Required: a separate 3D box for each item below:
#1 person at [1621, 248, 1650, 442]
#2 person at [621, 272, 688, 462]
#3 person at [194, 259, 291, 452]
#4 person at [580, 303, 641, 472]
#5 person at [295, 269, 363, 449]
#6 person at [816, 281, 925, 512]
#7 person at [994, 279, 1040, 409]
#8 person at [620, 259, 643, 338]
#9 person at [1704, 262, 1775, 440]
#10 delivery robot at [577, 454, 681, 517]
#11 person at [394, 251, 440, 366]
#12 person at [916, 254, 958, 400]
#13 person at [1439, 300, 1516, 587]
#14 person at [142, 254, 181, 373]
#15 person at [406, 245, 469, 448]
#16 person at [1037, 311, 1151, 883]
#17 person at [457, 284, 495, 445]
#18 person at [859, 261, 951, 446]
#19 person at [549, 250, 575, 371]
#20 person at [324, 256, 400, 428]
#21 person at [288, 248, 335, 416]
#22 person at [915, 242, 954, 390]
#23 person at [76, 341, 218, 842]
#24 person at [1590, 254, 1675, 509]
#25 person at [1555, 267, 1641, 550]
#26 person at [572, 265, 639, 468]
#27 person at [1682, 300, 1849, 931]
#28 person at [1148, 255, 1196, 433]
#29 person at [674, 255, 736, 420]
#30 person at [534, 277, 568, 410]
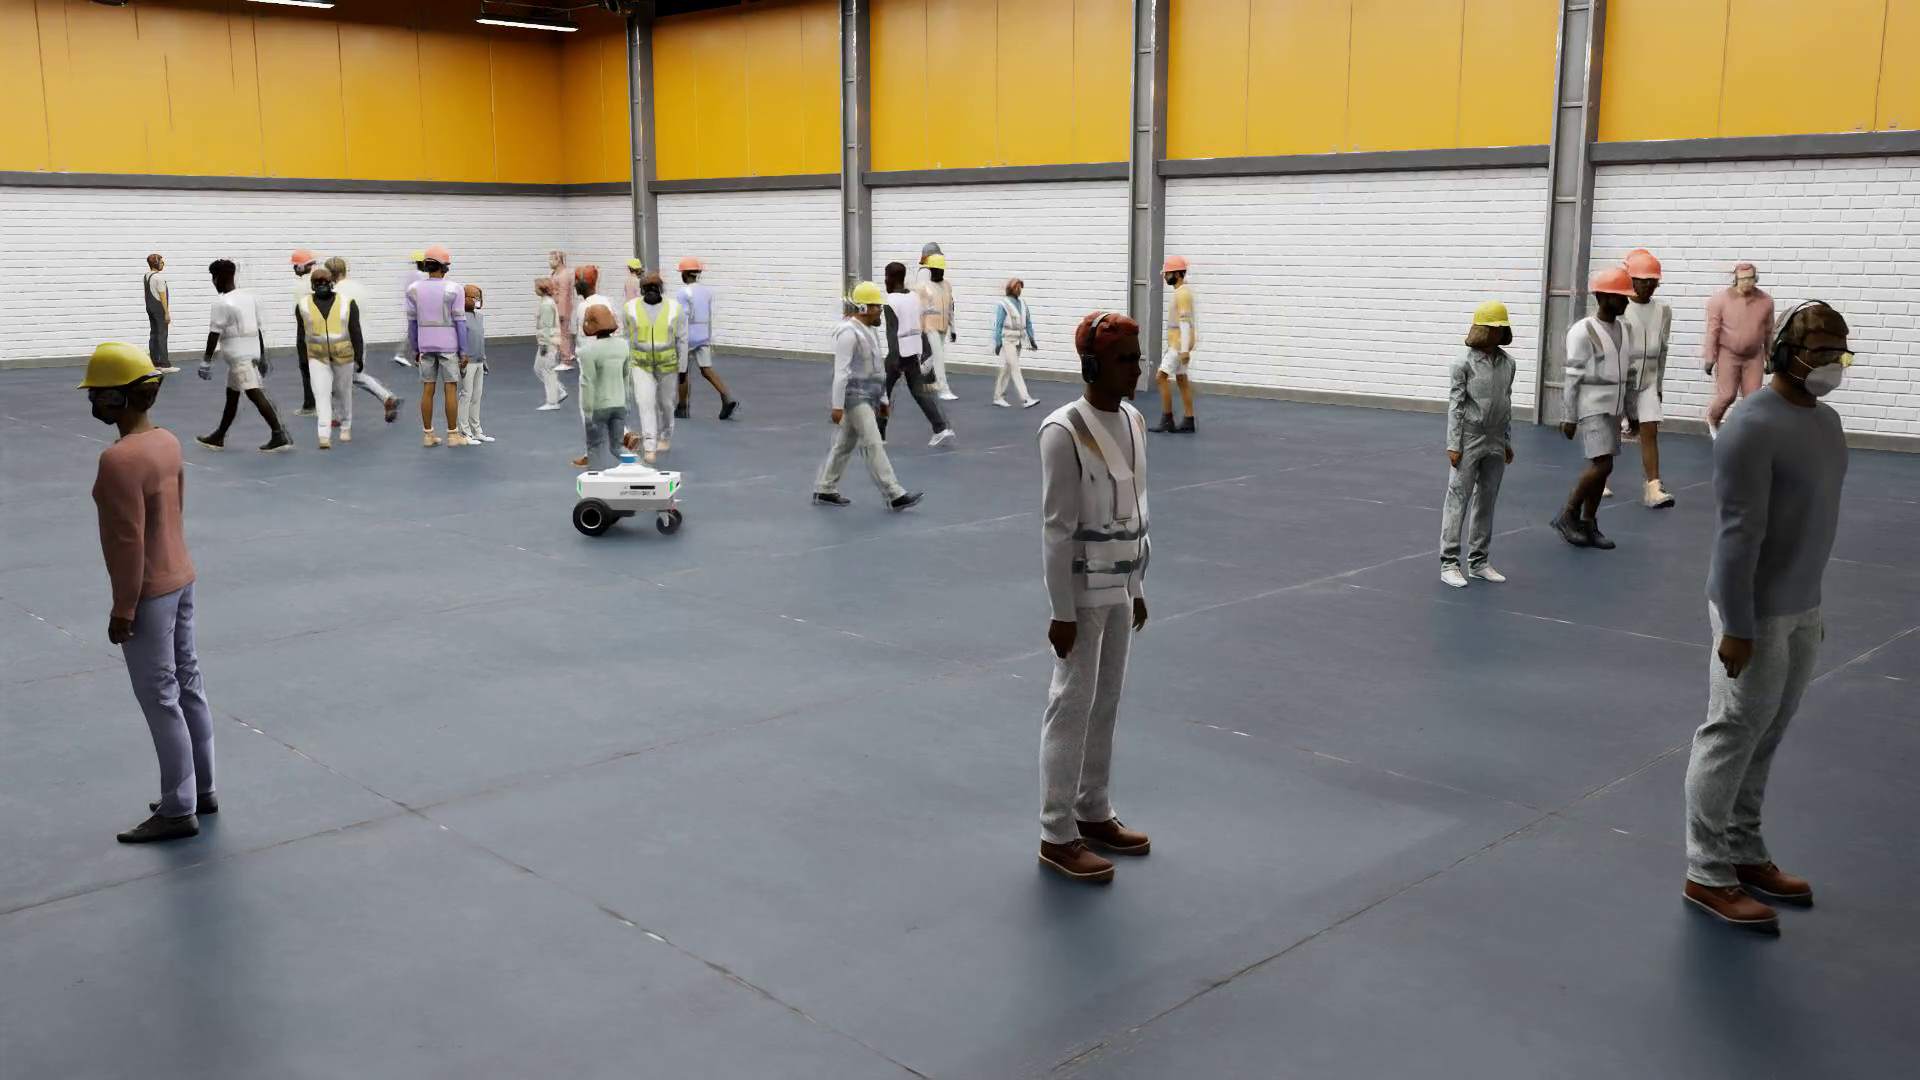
[{"bbox_3d":[6.962,-2.016,17.264,0.397,1.992,0.621,-1,10,-7],"label":"person"},{"bbox_3d":[-2.933,-1.685,16.030,0.629,1.803,0.935,-2,11,-9],"label":"person"},{"bbox_3d":[-7.114,-1.798,16.358,1.039,1.903,0.629,1,10,6],"label":"person"},{"bbox_3d":[-2.688,-1.012,12.813,0.607,1.614,0.511,8,13,36],"label":"person"},{"bbox_3d":[-6.409,-1.856,16.953,0.632,1.805,0.950,-3,11,-17],"label":"person"},{"bbox_3d":[-0.730,-1.108,12.924,0.957,1.774,0.599,2,11,13],"label":"person"},{"bbox_3d":[0.708,-2.410,20.502,0.865,1.595,0.520,8,13,39],"label":"person"},{"bbox_3d":[-5.592,-3.920,28.341,0.782,1.737,0.533,-10,14,-43],"label":"person"},{"bbox_3d":[7.747,-1.828,16.553,0.712,1.877,0.628,1,10,5],"label":"person"},{"bbox_3d":[-2.379,-0.374,11.983,0.707,0.478,0.477,0,10,-1],"label":"delivery robot"},{"bbox_3d":[-8.844,-3.783,27.205,0.964,1.888,0.600,-7,13,-35],"label":"person"},{"bbox_3d":[-0.361,-2.795,21.785,0.878,1.899,0.596,9,14,42],"label":"person"},{"bbox_3d":[3.190,-0.585,10.148,0.492,1.742,0.320,-5,12,-25],"label":"person"},{"bbox_3d":[-12.470,-3.523,25.886,0.506,1.847,0.343,7,13,34],"label":"person"},{"bbox_3d":[-5.238,-1.939,16.747,0.608,2.034,0.408,1,10,8],"label":"person"},{"bbox_3d":[0.458,0.181,5.583,0.337,1.882,0.585,6,12,32],"label":"person"},{"bbox_3d":[-5.004,-1.798,17.063,0.289,1.632,0.497,2,11,12],"label":"person"},{"bbox_3d":[-0.543,-1.878,16.851,0.976,1.880,0.601,7,12,33],"label":"person"},{"bbox_3d":[-6.338,-3.611,26.236,0.438,1.889,0.675,-4,11,-21],"label":"person"},{"bbox_3d":[-6.684,-2.170,18.338,0.799,1.914,0.632,0,10,1],"label":"person"},{"bbox_3d":[-7.615,-2.433,19.574,0.539,1.978,0.634,2,11,9],"label":"person"},{"bbox_3d":[-0.351,-3.106,23.078,0.538,2.000,0.684,0,10,-1],"label":"person"},{"bbox_3d":[-2.893,0.184,5.891,0.325,1.767,0.533,-1,10,-5],"label":"person"},{"bbox_3d":[5.336,-1.263,13.188,0.639,1.982,1.081,-1,10,-7],"label":"person"},{"bbox_3d":[4.351,-0.874,11.253,0.553,1.922,0.419,-7,12,-33],"label":"person"},{"bbox_3d":[-3.303,-1.580,15.234,0.517,1.864,0.600,2,11,13],"label":"person"},{"bbox_3d":[2.532,0.227,5.194,0.630,1.936,0.366,-9,14,-41],"label":"person"},{"bbox_3d":[2.259,-2.093,17.886,0.664,1.912,0.586,1,10,6],"label":"person"},{"bbox_3d":[-3.017,-2.334,19.263,0.898,1.910,0.555,7,12,33],"label":"person"},{"bbox_3d":[-5.046,-2.383,20.279,0.361,1.627,0.516,-3,11,-16],"label":"person"}]
